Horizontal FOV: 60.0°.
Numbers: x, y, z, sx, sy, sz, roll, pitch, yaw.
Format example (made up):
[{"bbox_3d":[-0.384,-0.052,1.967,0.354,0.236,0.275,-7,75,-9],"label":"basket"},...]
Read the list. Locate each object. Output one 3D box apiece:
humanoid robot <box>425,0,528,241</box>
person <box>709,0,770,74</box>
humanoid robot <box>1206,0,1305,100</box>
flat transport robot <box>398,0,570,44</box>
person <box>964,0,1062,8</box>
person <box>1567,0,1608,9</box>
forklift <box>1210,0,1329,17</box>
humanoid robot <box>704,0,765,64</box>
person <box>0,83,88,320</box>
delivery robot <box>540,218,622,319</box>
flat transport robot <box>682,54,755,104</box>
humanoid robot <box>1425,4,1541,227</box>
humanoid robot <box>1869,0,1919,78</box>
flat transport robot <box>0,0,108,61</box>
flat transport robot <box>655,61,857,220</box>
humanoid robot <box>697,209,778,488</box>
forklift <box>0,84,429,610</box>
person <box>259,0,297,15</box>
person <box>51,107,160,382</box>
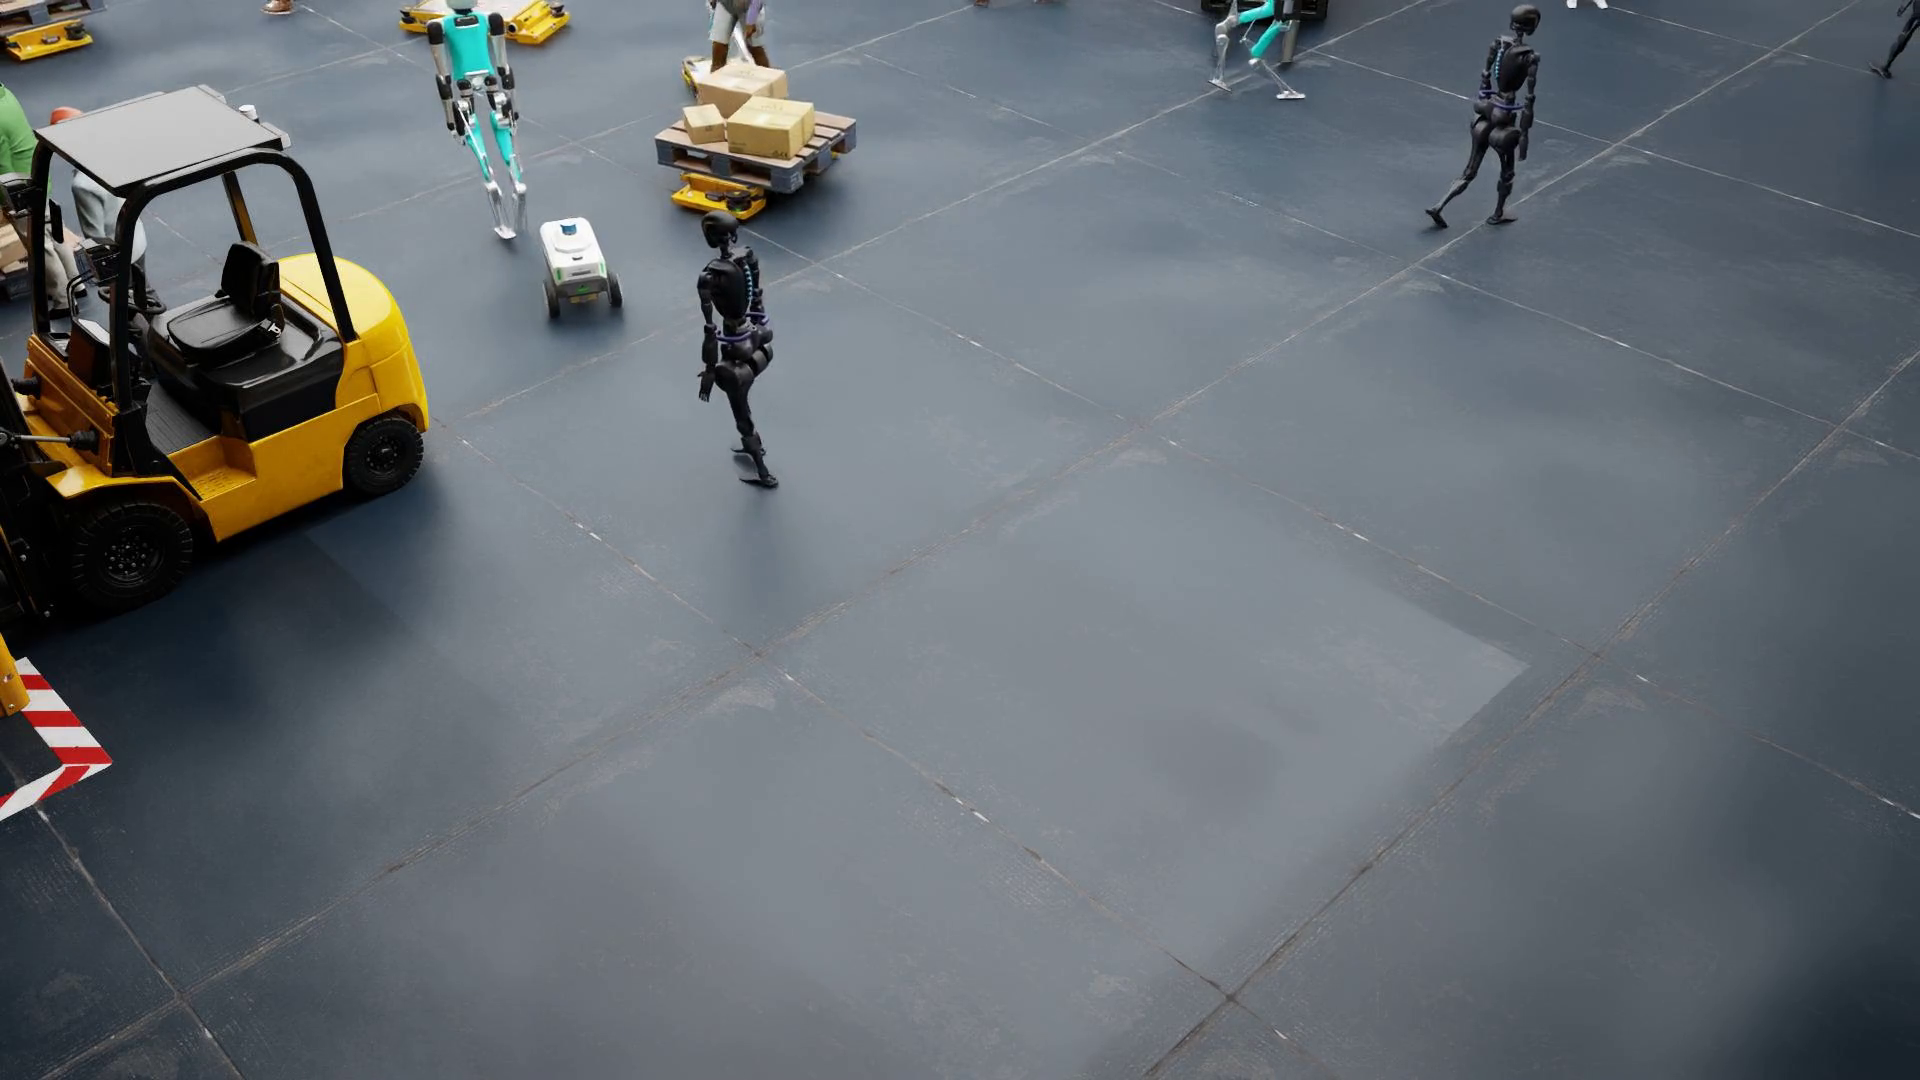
[{"bbox_3d":[-3.293,-2.865,11.672,0.534,1.842,0.795,-18,40,-22],"label":"humanoid robot"},{"bbox_3d":[-1.847,-4.240,13.249,0.673,1.972,1.001,20,41,24],"label":"person"},{"bbox_3d":[2.438,-4.436,13.757,1.030,1.764,0.536,0,37,0],"label":"humanoid robot"},{"bbox_3d":[-4.452,-4.896,15.551,1.431,0.231,0.659,9,38,12],"label":"flat transport robot"},{"bbox_3d":[0.508,-5.964,15.639,1.049,1.880,0.636,1,37,1],"label":"person"},{"bbox_3d":[6.074,-5.836,15.669,0.520,1.632,0.314,1,37,1],"label":"person"},{"bbox_3d":[3.106,-6.400,15.960,1.214,2.155,2.313,8,37,10],"label":"forklift"},{"bbox_3d":[-1.943,-4.663,13.960,0.536,1.743,0.664,-25,44,-30],"label":"humanoid robot"},{"bbox_3d":[-6.114,-2.291,10.810,0.388,1.776,0.545,-8,37,-10],"label":"person"},{"bbox_3d":[-2.605,-1.858,11.261,0.499,0.614,0.791,-12,38,-16],"label":"delivery robot"},{"bbox_3d":[-1.887,-3.777,14.052,0.659,0.231,1.431,-12,38,-15],"label":"flat transport robot"},{"bbox_3d":[3.787,-2.991,11.867,0.739,1.647,0.602,-14,39,-17],"label":"humanoid robot"},{"bbox_3d":[8.288,-4.636,14.063,0.585,1.622,0.785,-10,38,-13],"label":"humanoid robot"},{"bbox_3d":[-8.659,-4.765,15.375,1.431,0.231,0.659,30,46,34],"label":"flat transport robot"},{"bbox_3d":[-1.550,-2.880,12.852,0.659,0.231,1.431,17,40,22],"label":"flat transport robot"},{"bbox_3d":[-1.239,-1.048,9.231,0.426,1.643,0.608,16,40,21],"label":"humanoid robot"},{"bbox_3d":[-4.145,-1.093,8.856,2.313,2.155,1.214,-31,47,-34],"label":"forklift"},{"bbox_3d":[-6.545,-5.882,15.584,0.561,1.808,0.814,9,38,12],"label":"person"},{"bbox_3d":[-5.184,-1.806,10.186,0.351,1.737,0.572,-2,37,-3],"label":"person"}]
